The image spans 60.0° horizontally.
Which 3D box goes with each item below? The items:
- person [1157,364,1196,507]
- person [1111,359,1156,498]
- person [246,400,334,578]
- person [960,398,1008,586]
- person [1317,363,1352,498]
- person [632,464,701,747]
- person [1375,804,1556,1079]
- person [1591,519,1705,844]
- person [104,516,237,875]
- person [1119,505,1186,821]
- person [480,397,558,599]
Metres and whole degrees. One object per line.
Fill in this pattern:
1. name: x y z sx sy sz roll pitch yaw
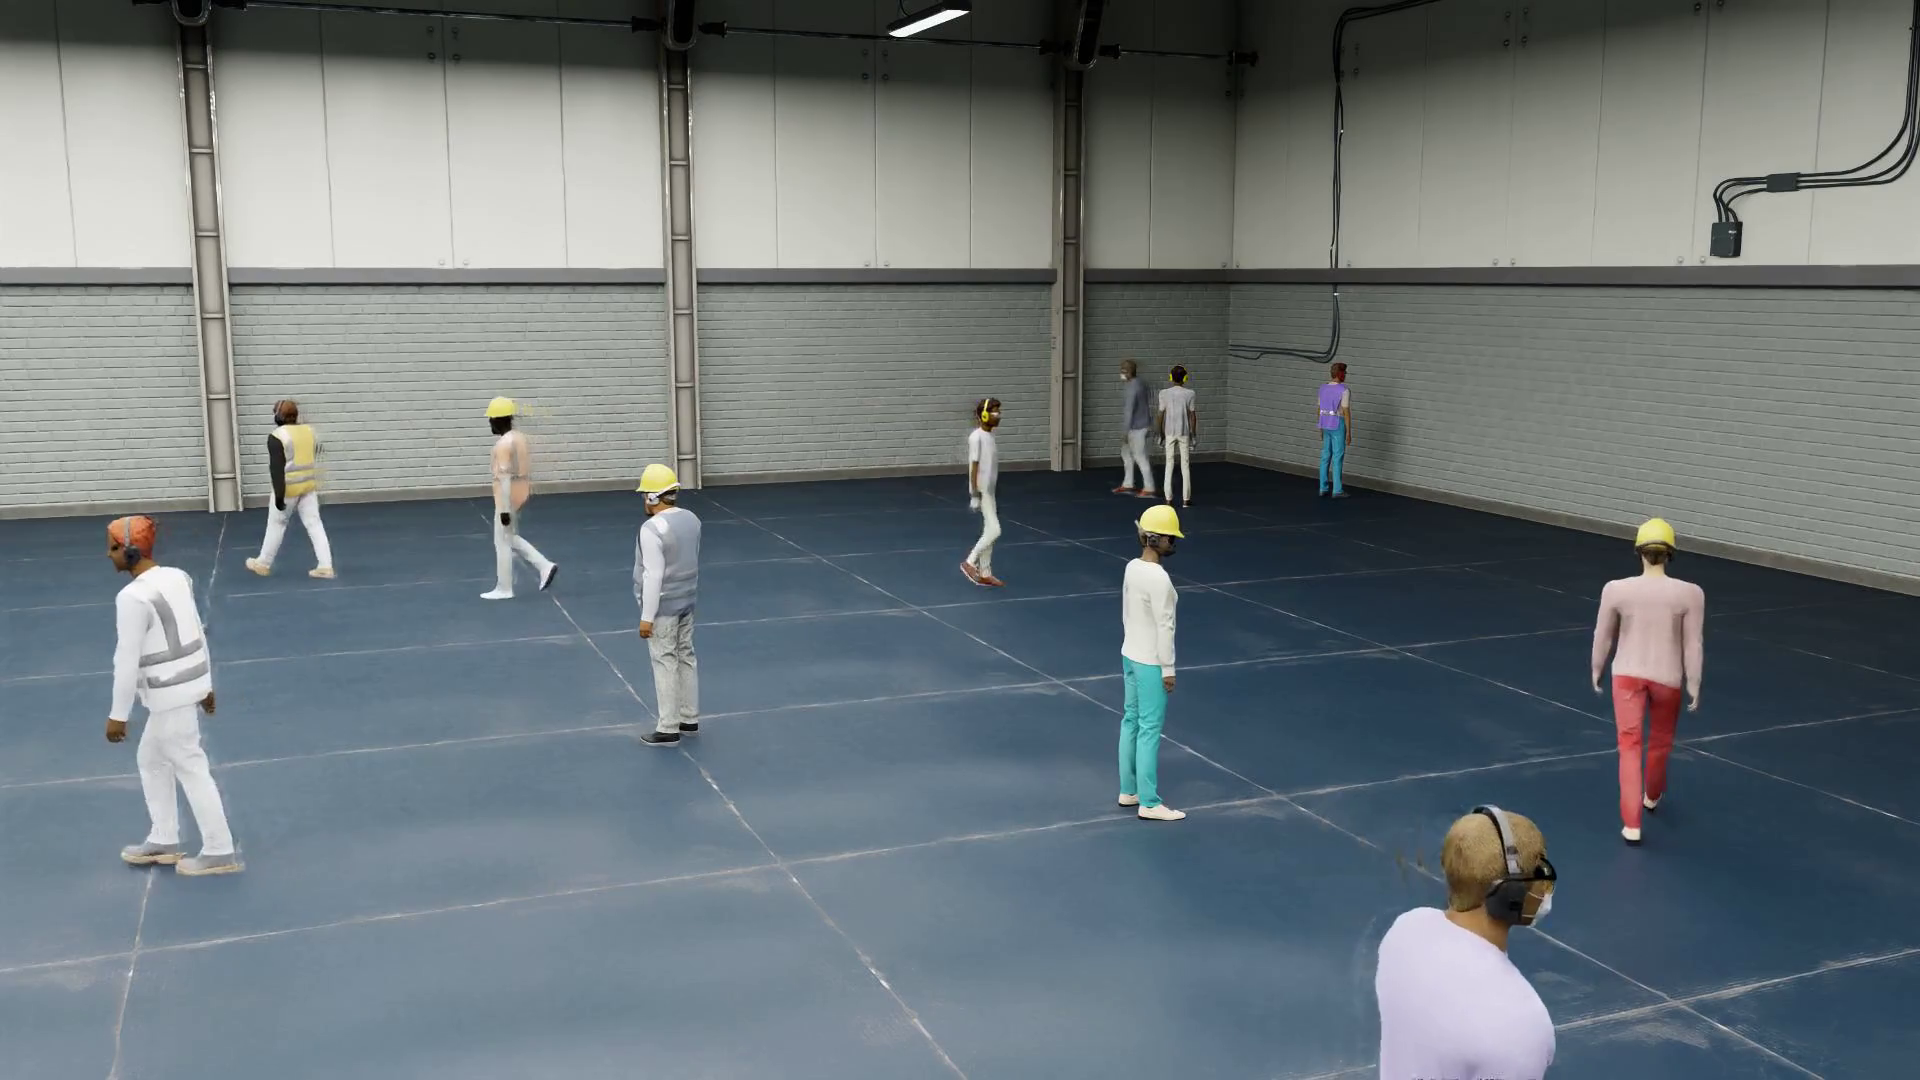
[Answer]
1. person: 2.844 -1.362 21.800 0.517 1.873 0.334 2 9 14
2. person: 2.341 -1.501 22.587 0.731 1.897 0.659 2 9 14
3. person: -6.732 -0.508 16.688 0.974 1.786 0.654 4 10 23
4. person: 0.284 -0.448 16.114 0.387 1.854 0.559 4 10 21
5. person: 5.104 -1.492 22.700 0.375 1.841 0.575 -5 11 -30
6. person: -1.903 0.418 10.752 0.404 1.827 0.600 4 10 21
7. person: 1.087 1.507 3.765 1.050 1.890 0.644 -2 9 -11
8. person: 3.741 0.737 9.080 0.553 1.712 0.910 4 10 22
9. person: -4.035 0.792 8.335 0.751 1.847 0.584 -1 9 -5
10. person: 1.079 0.681 9.325 0.328 1.762 0.523 -3 9 -16
11. person: -4.169 -0.385 15.526 0.616 1.914 0.600 0 9 1
